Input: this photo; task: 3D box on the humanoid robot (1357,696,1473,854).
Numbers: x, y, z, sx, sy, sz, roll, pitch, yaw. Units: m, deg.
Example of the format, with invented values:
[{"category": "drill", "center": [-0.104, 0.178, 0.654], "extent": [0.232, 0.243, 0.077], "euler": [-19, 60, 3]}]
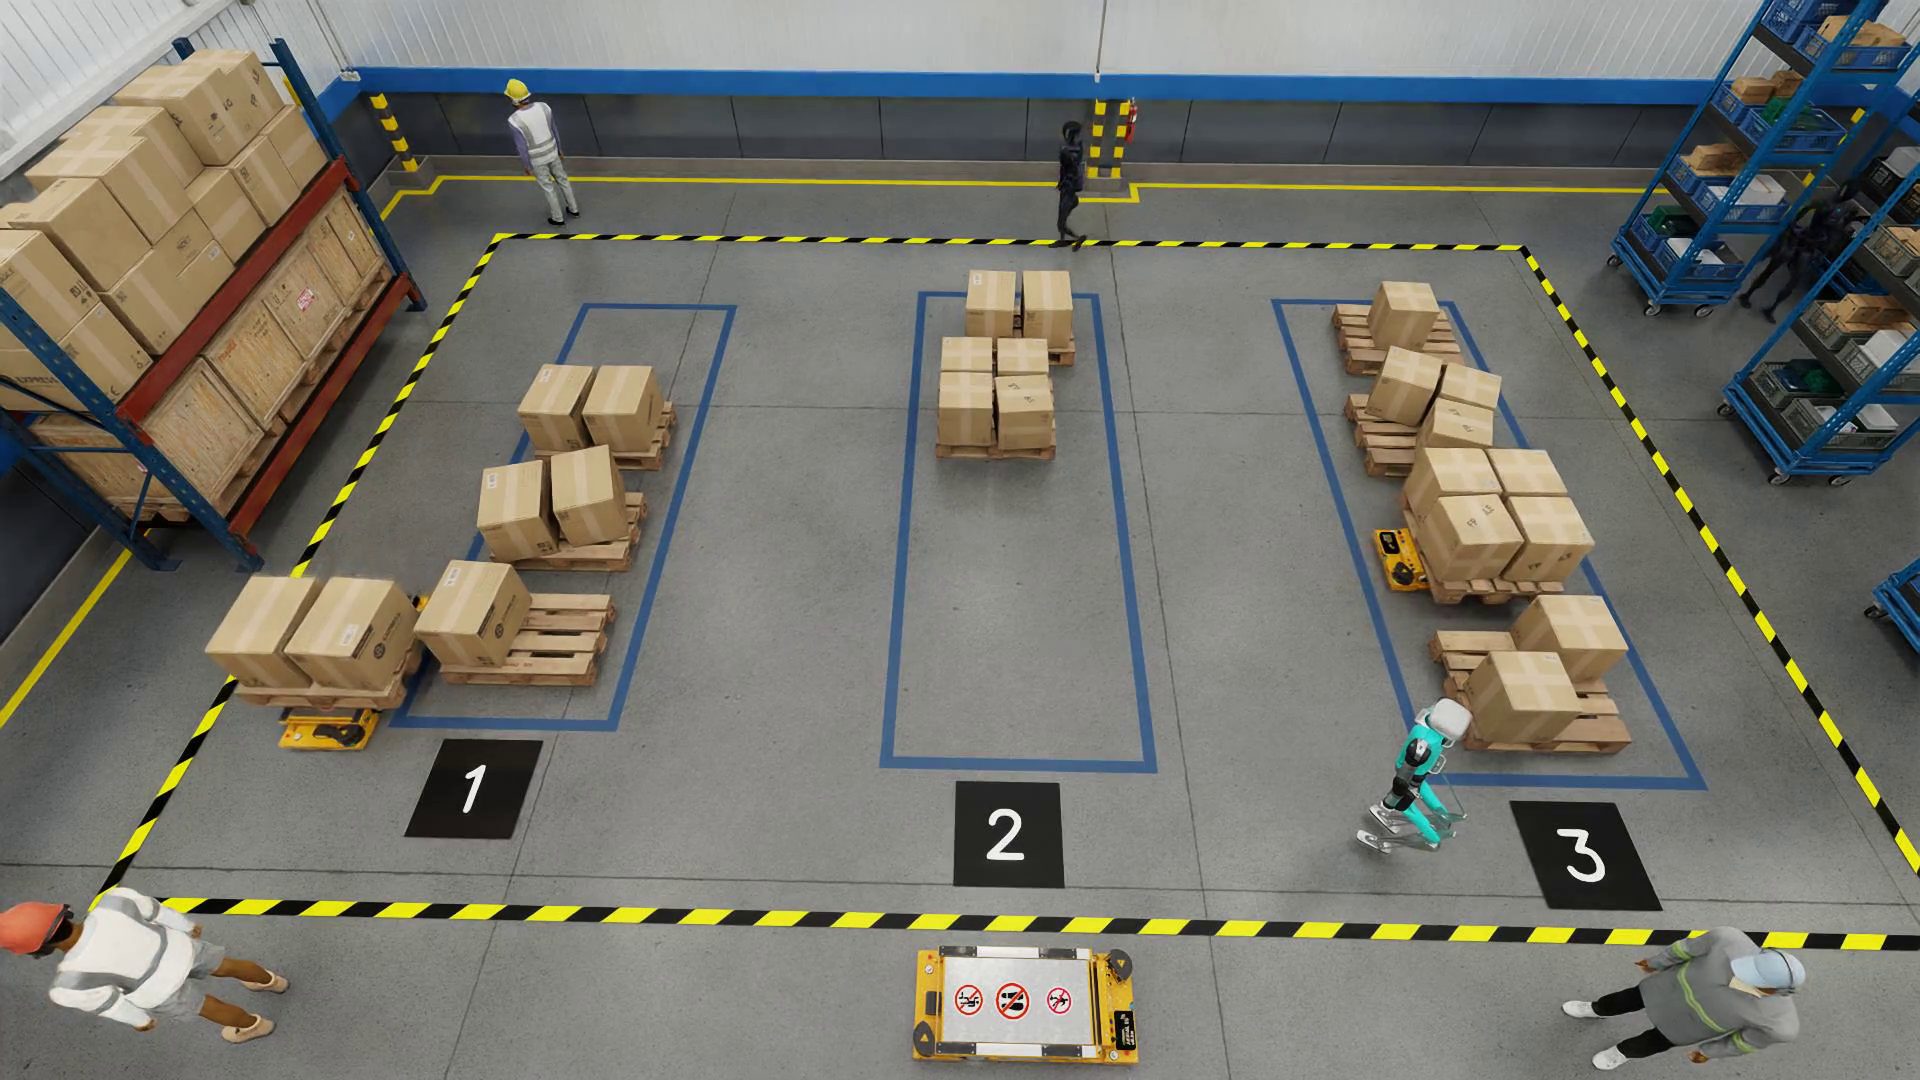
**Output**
[{"category": "humanoid robot", "center": [3.143, 1.685, 6.081], "extent": [0.735, 1.673, 0.533], "euler": [35, 59, 25]}]

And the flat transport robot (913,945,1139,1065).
[{"category": "flat transport robot", "center": [0.422, 3.041, 6.007], "extent": [1.431, 0.231, 0.659], "euler": [1, 51, 1]}]

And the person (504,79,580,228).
[{"category": "person", "center": [-5.197, -4.786, 11.374], "extent": [0.404, 1.837, 0.592], "euler": [27, 56, 20]}]

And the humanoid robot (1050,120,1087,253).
[{"category": "humanoid robot", "center": [1.360, -4.248, 11.039], "extent": [0.425, 1.641, 0.615], "euler": [-6, 51, -5]}]

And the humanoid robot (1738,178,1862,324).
[{"category": "humanoid robot", "center": [9.377, -3.228, 10.209], "extent": [0.616, 1.643, 0.567], "euler": [10, 52, 8]}]

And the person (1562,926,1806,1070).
[{"category": "person", "center": [4.169, 2.680, 5.283], "extent": [0.404, 1.847, 0.587], "euler": [-6, 51, -5]}]

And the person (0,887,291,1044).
[{"category": "person", "center": [-4.660, 2.499, 5.311], "extent": [0.386, 2.035, 0.604], "euler": [-1, 51, -1]}]

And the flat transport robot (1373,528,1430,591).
[{"category": "flat transport robot", "center": [4.590, 0.153, 8.343], "extent": [1.431, 0.197, 0.652], "euler": [1, 51, 1]}]

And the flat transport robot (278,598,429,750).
[{"category": "flat transport robot", "center": [-5.019, 1.047, 7.615], "extent": [0.652, 0.197, 1.431], "euler": [1, 51, 1]}]
